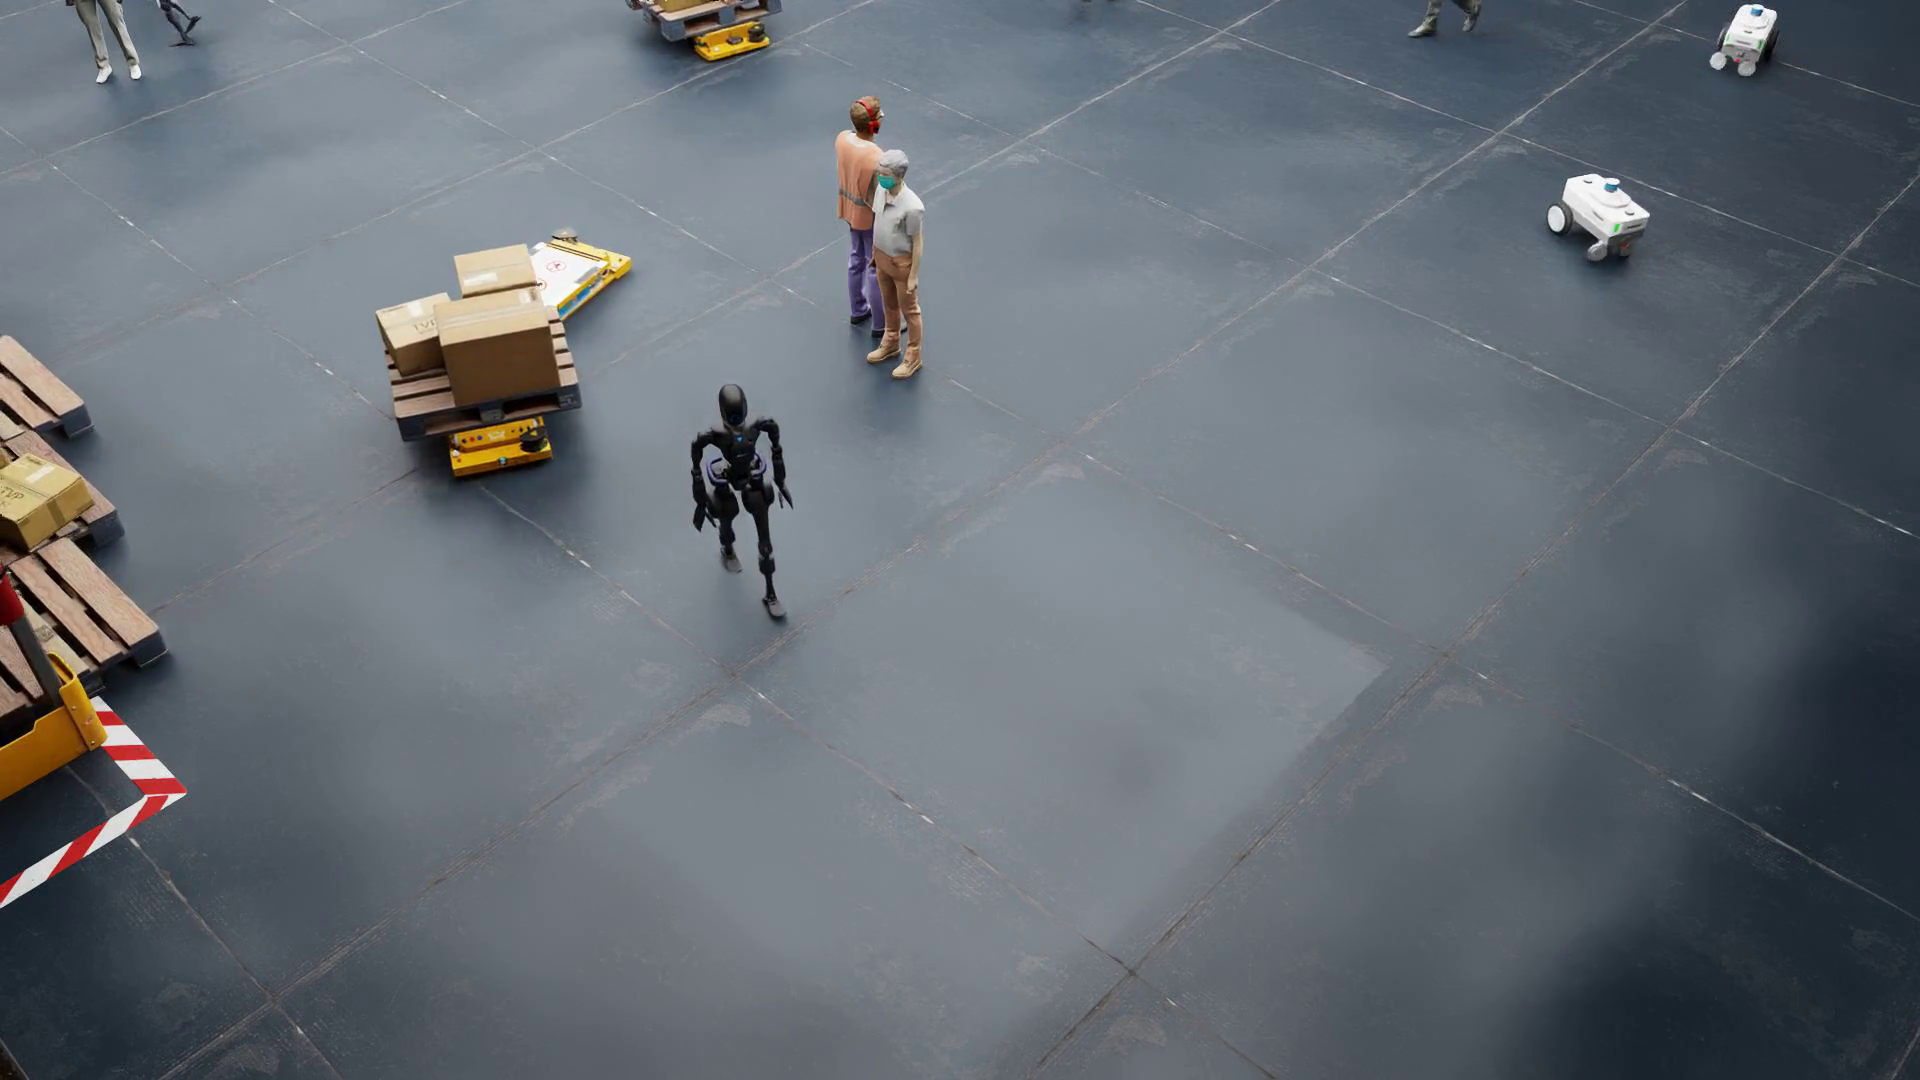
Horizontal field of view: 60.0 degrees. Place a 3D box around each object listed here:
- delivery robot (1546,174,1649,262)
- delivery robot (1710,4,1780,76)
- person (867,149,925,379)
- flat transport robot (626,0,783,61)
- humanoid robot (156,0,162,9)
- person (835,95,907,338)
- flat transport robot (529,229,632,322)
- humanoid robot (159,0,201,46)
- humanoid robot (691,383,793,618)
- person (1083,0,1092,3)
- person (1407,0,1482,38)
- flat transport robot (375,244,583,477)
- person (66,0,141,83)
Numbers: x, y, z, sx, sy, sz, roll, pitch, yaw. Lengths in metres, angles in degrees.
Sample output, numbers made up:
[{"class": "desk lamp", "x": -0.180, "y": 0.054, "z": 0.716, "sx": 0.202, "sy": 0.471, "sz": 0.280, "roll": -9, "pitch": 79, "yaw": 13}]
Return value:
[{"class": "delivery robot", "x": 5.076, "y": -2.596, "z": 13.212, "sx": 0.516, "sy": 0.614, "sz": 0.785, "roll": -15, "pitch": 44, "yaw": -16}, {"class": "delivery robot", "x": 7.368, "y": -4.715, "z": 15.561, "sx": 0.517, "sy": 0.605, "sz": 0.777, "roll": 21, "pitch": 46, "yaw": 22}, {"class": "person", "x": -0.452, "y": -1.929, "z": 11.565, "sx": 0.320, "sy": 1.748, "sz": 0.470, "roll": -32, "pitch": 51, "yaw": -30}, {"class": "flat transport robot", "x": -2.477, "y": -5.066, "z": 16.157, "sx": 0.659, "sy": 0.231, "sz": 1.431, "roll": -24, "pitch": 47, "yaw": -24}, {"class": "humanoid robot", "x": -7.970, "y": -5.923, "z": 16.000, "sx": 0.548, "sy": 1.717, "sz": 0.983, "roll": -19, "pitch": 45, "yaw": -20}, {"class": "person", "x": -0.659, "y": -2.293, "z": 11.893, "sx": 0.389, "sy": 1.849, "sz": 0.564, "roll": -29, "pitch": 49, "yaw": -28}, {"class": "flat transport robot", "x": -3.178, "y": -1.875, "z": 12.610, "sx": 0.659, "sy": 0.231, "sz": 1.431, "roll": 19, "pitch": 45, "yaw": 20}, {"class": "humanoid robot", "x": -7.497, "y": -5.450, "z": 15.540, "sx": 0.383, "sy": 1.639, "sz": 0.615, "roll": 0, "pitch": 42, "yaw": 1}, {"class": "humanoid robot", "x": -1.306, "y": -0.314, "z": 9.861, "sx": 0.613, "sy": 1.617, "sz": 0.765, "roll": -16, "pitch": 44, "yaw": -17}, {"class": "person", "x": 1.477, "y": -6.083, "z": 16.129, "sx": 0.584, "sy": 1.816, "sz": 0.655, "roll": 21, "pitch": 46, "yaw": 21}, {"class": "person", "x": 4.675, "y": -5.565, "z": 15.546, "sx": 0.589, "sy": 1.826, "sz": 0.588, "roll": -14, "pitch": 44, "yaw": -15}, {"class": "flat transport robot", "x": -3.299, "y": -0.993, "z": 11.630, "sx": 0.659, "sy": 0.231, "sz": 1.431, "roll": -13, "pitch": 44, "yaw": -14}, {"class": "person", "x": -7.818, "y": -4.941, "z": 14.991, "sx": 0.512, "sy": 1.640, "sz": 0.308, "roll": -8, "pitch": 43, "yaw": -9}]
